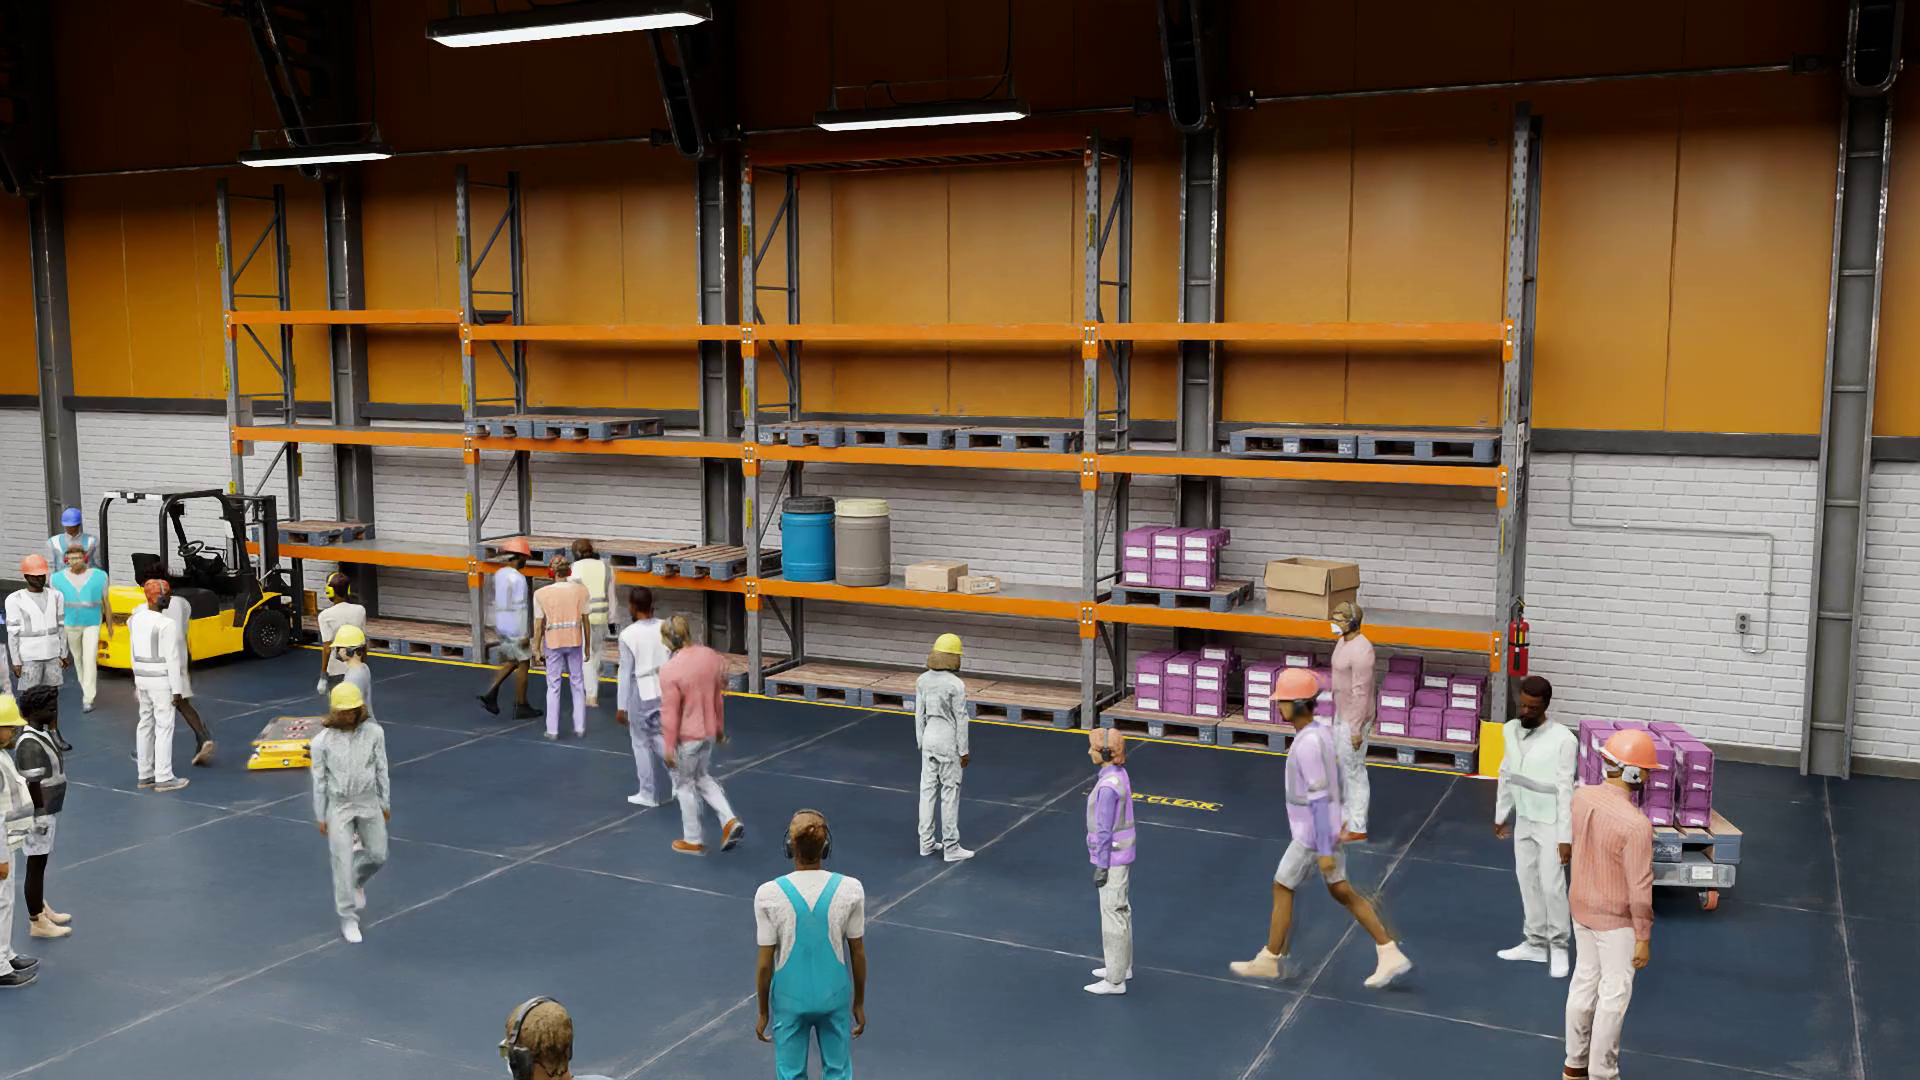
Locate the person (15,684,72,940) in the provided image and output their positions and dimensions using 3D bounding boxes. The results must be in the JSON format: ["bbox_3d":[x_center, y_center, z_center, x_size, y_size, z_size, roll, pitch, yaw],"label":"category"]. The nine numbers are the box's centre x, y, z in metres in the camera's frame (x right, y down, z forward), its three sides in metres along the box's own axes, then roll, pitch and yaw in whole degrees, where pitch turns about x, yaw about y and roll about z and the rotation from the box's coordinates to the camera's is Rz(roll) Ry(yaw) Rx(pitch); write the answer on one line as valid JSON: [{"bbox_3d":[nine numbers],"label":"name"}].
[{"bbox_3d":[-6.135,1.800,11.101,0.320,1.693,0.531,-3,8,-25],"label":"person"}]

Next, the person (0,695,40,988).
[{"bbox_3d":[-5.906,1.848,10.216,0.403,1.817,0.605,-4,8,-31],"label":"person"}]

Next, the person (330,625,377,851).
[{"bbox_3d":[-4.710,1.538,12.972,0.329,1.769,0.526,-2,7,-14],"label":"person"}]

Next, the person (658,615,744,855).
[{"bbox_3d":[-1.998,1.508,12.664,0.598,1.898,0.679,4,8,32],"label":"person"}]

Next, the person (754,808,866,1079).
[{"bbox_3d":[-0.686,2.144,7.646,0.507,1.845,0.339,-1,7,-11],"label":"person"}]

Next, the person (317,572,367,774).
[{"bbox_3d":[-5.644,1.220,15.197,0.312,1.865,0.535,4,8,30],"label":"person"}]

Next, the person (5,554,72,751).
[{"bbox_3d":[-8.801,1.097,15.918,0.359,1.938,0.547,4,8,31],"label":"person"}]

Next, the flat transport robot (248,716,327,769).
[{"bbox_3d":[-6.355,1.918,15.962,0.652,0.197,1.431,-2,7,-13],"label":"flat transport robot"}]

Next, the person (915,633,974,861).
[{"bbox_3d":[-0.114,1.579,12.765,0.492,1.733,0.330,6,9,41],"label":"person"}]

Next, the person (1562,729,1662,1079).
[{"bbox_3d":[3.408,1.955,8.678,0.411,1.980,0.625,-2,7,-13],"label":"person"}]

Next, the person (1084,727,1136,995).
[{"bbox_3d":[0.919,1.947,10.156,0.316,1.629,0.509,1,7,10],"label":"person"}]

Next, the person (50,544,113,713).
[{"bbox_3d":[-9.516,0.914,18.040,0.575,1.797,0.991,-3,7,-21],"label":"person"}]

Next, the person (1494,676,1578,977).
[{"bbox_3d":[3.648,1.779,10.456,0.431,1.900,0.673,-3,8,-25],"label":"person"}]

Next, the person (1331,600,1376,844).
[{"bbox_3d":[3.098,1.432,13.182,0.373,1.932,0.628,0,7,1],"label":"person"}]

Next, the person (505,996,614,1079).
[{"bbox_3d":[-1.291,2.392,5.274,0.382,1.929,0.635,3,8,26],"label":"person"}]

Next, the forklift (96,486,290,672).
[{"bbox_3d":[-9.426,0.454,20.179,1.214,2.155,2.313,3,8,26],"label":"forklift"}]

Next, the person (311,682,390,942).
[{"bbox_3d":[-4.087,1.780,11.133,0.491,1.734,0.510,-5,9,-38],"label":"person"}]

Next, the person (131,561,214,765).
[{"bbox_3d":[-7.382,1.157,15.505,0.922,1.926,0.586,5,8,33],"label":"person"}]

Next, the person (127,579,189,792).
[{"bbox_3d":[-7.093,1.278,14.694,0.581,1.877,0.350,4,8,27],"label":"person"}]

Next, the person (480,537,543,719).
[{"bbox_3d":[-4.711,0.928,17.398,0.555,1.911,0.577,-7,10,-43],"label":"person"}]

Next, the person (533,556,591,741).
[{"bbox_3d":[-3.938,1.076,16.510,0.563,1.836,0.383,-3,8,-25],"label":"person"}]

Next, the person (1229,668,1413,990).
[{"bbox_3d":[2.251,1.774,10.177,1.076,1.987,0.645,2,7,20],"label":"person"}]

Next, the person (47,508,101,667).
[{"bbox_3d":[-10.768,0.571,20.261,0.605,1.937,0.412,-4,8,-31],"label":"person"}]

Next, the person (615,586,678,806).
[{"bbox_3d":[-2.618,1.335,14.114,0.494,1.900,0.624,5,8,35],"label":"person"}]

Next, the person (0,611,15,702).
[{"bbox_3d":[-7.796,1.426,13.277,0.650,1.915,0.628,1,7,7],"label":"person"}]

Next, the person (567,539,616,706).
[{"bbox_3d":[-4.152,0.882,18.268,0.620,1.795,0.872,-6,9,-39],"label":"person"}]
